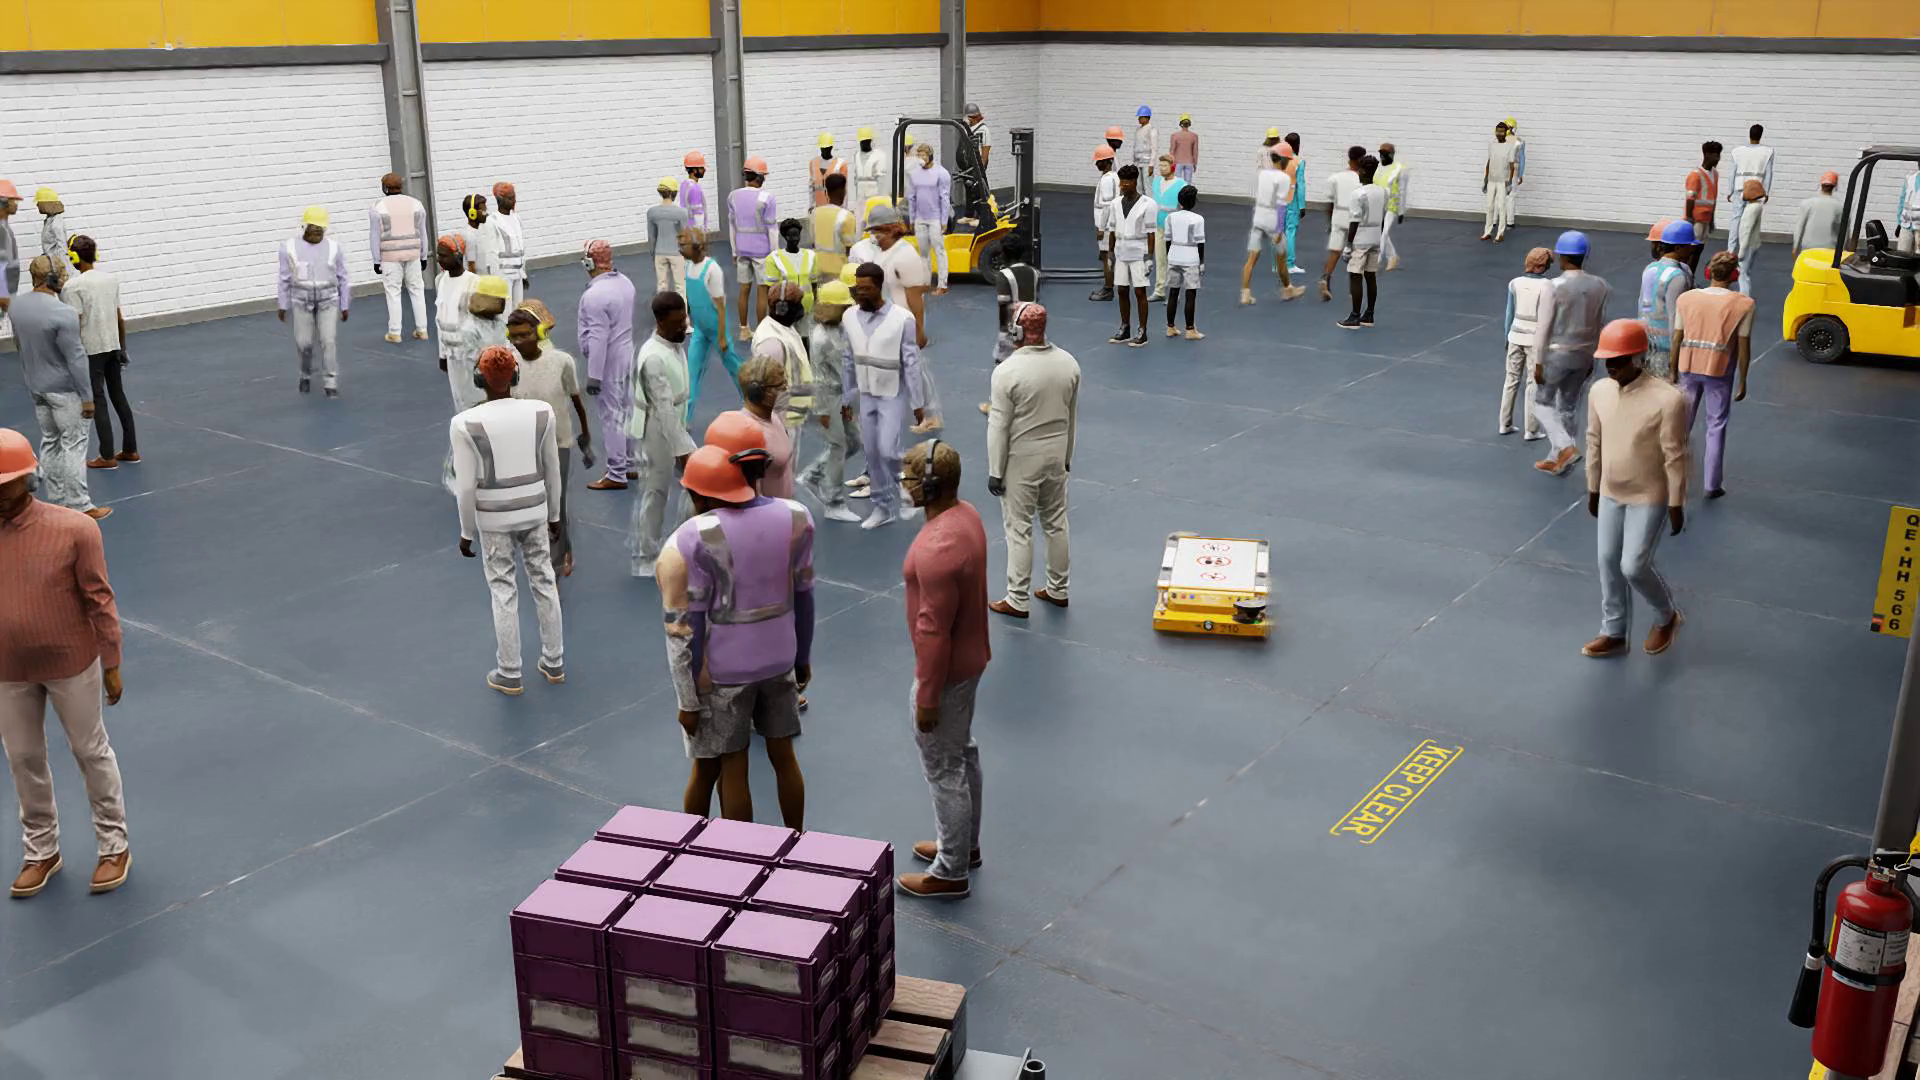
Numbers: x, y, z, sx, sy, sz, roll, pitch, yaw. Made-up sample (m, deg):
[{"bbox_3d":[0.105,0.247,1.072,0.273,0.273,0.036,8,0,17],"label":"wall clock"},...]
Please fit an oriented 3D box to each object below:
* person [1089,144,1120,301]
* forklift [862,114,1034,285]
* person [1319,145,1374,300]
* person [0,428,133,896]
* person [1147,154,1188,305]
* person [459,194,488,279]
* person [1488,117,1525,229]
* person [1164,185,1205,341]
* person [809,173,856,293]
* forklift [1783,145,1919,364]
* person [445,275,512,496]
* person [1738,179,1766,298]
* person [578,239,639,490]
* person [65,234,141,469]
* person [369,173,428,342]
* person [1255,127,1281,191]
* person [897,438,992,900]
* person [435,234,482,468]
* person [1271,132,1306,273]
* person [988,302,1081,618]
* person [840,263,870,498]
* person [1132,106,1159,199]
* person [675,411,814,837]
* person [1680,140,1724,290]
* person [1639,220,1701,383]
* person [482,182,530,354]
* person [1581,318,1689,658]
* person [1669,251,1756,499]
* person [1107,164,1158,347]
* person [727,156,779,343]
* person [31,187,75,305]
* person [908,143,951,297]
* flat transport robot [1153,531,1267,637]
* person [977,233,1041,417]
[{"bbox_3d":[1.809,-3.969,20.842,0.361,1.935,0.544,4,18,12],"label":"person"},{"bbox_3d":[-0.171,-4.594,22.377,2.313,2.155,1.214,1,18,3],"label":"forklift"},{"bbox_3d":[4.866,-3.988,20.926,0.606,1.930,0.873,11,21,30],"label":"person"},{"bbox_3d":[-3.744,0.504,6.767,0.630,1.986,0.408,-2,18,-7],"label":"person"},{"bbox_3d":[2.581,-3.841,20.586,0.373,1.843,0.571,-14,22,-37],"label":"person"},{"bbox_3d":[-4.652,-2.393,16.038,0.322,1.861,0.520,-5,18,-14],"label":"person"},{"bbox_3d":[9.074,-6.086,27.647,0.586,1.823,0.403,8,19,23],"label":"person"},{"bbox_3d":[2.487,-3.059,18.381,0.532,1.697,0.320,16,24,41],"label":"person"},{"bbox_3d":[-1.339,-2.801,17.176,0.618,1.951,0.571,13,22,34],"label":"person"},{"bbox_3d":[9.803,-2.879,17.013,2.313,2.155,1.214,12,21,33],"label":"forklift"},{"bbox_3d":[-3.532,-1.119,12.331,0.865,1.690,0.502,10,20,28],"label":"person"},{"bbox_3d":[9.327,-3.445,19.707,0.291,1.624,0.524,11,21,30],"label":"person"},{"bbox_3d":[-2.690,-1.329,12.638,0.402,1.904,0.638,4,18,12],"label":"person"},{"bbox_3d":[-6.846,-1.490,13.223,0.337,1.857,0.528,6,19,18],"label":"person"},{"bbox_3d":[-6.159,-3.101,18.292,0.633,1.836,0.429,-14,22,-37],"label":"person"},{"bbox_3d":[4.956,-5.702,26.575,0.489,1.744,0.295,-2,18,-5],"label":"person"},{"bbox_3d":[-0.059,0.530,6.778,0.367,1.932,0.642,3,18,11],"label":"person"},{"bbox_3d":[-3.890,-1.457,13.066,0.579,1.882,0.342,13,22,35],"label":"person"},{"bbox_3d":[4.546,-4.665,23.042,0.392,1.922,0.593,-12,21,-32],"label":"person"},{"bbox_3d":[0.415,-0.481,10.004,0.641,1.899,0.394,-13,22,-36],"label":"person"},{"bbox_3d":[-0.738,-1.189,12.436,0.337,1.759,0.525,-2,18,-6],"label":"person"},{"bbox_3d":[3.175,-6.505,28.754,0.390,1.948,0.605,-11,21,-30],"label":"person"},{"bbox_3d":[-0.880,0.479,6.777,0.607,2.035,0.411,-13,22,-36],"label":"person"},{"bbox_3d":[9.464,-4.116,21.274,0.613,1.956,0.377,-15,23,-38],"label":"person"},{"bbox_3d":[5.634,-1.582,13.353,0.388,1.949,0.602,-1,18,-3],"label":"person"},{"bbox_3d":[-4.567,-2.672,16.871,0.356,1.883,0.573,5,18,14],"label":"person"},{"bbox_3d":[3.709,-0.261,9.207,0.622,1.958,0.640,-9,20,-27],"label":"person"},{"bbox_3d":[5.580,-1.229,12.441,0.566,1.834,0.383,16,24,41],"label":"person"},{"bbox_3d":[1.853,-3.089,18.073,0.616,1.951,0.388,15,23,38],"label":"person"},{"bbox_3d":[-2.220,-3.148,18.126,0.611,2.032,0.411,9,20,27],"label":"person"},{"bbox_3d":[-9.607,-2.872,17.721,0.294,1.744,0.487,-13,22,-35],"label":"person"},{"bbox_3d":[-0.392,-4.074,21.193,0.632,1.931,0.389,13,22,36],"label":"person"},{"bbox_3d":[1.583,0.247,10.345,0.652,0.197,1.431,3,18,10],"label":"flat transport robot"},{"bbox_3d":[0.482,-1.877,14.756,0.550,1.656,0.700,-16,24,-40],"label":"person"}]
